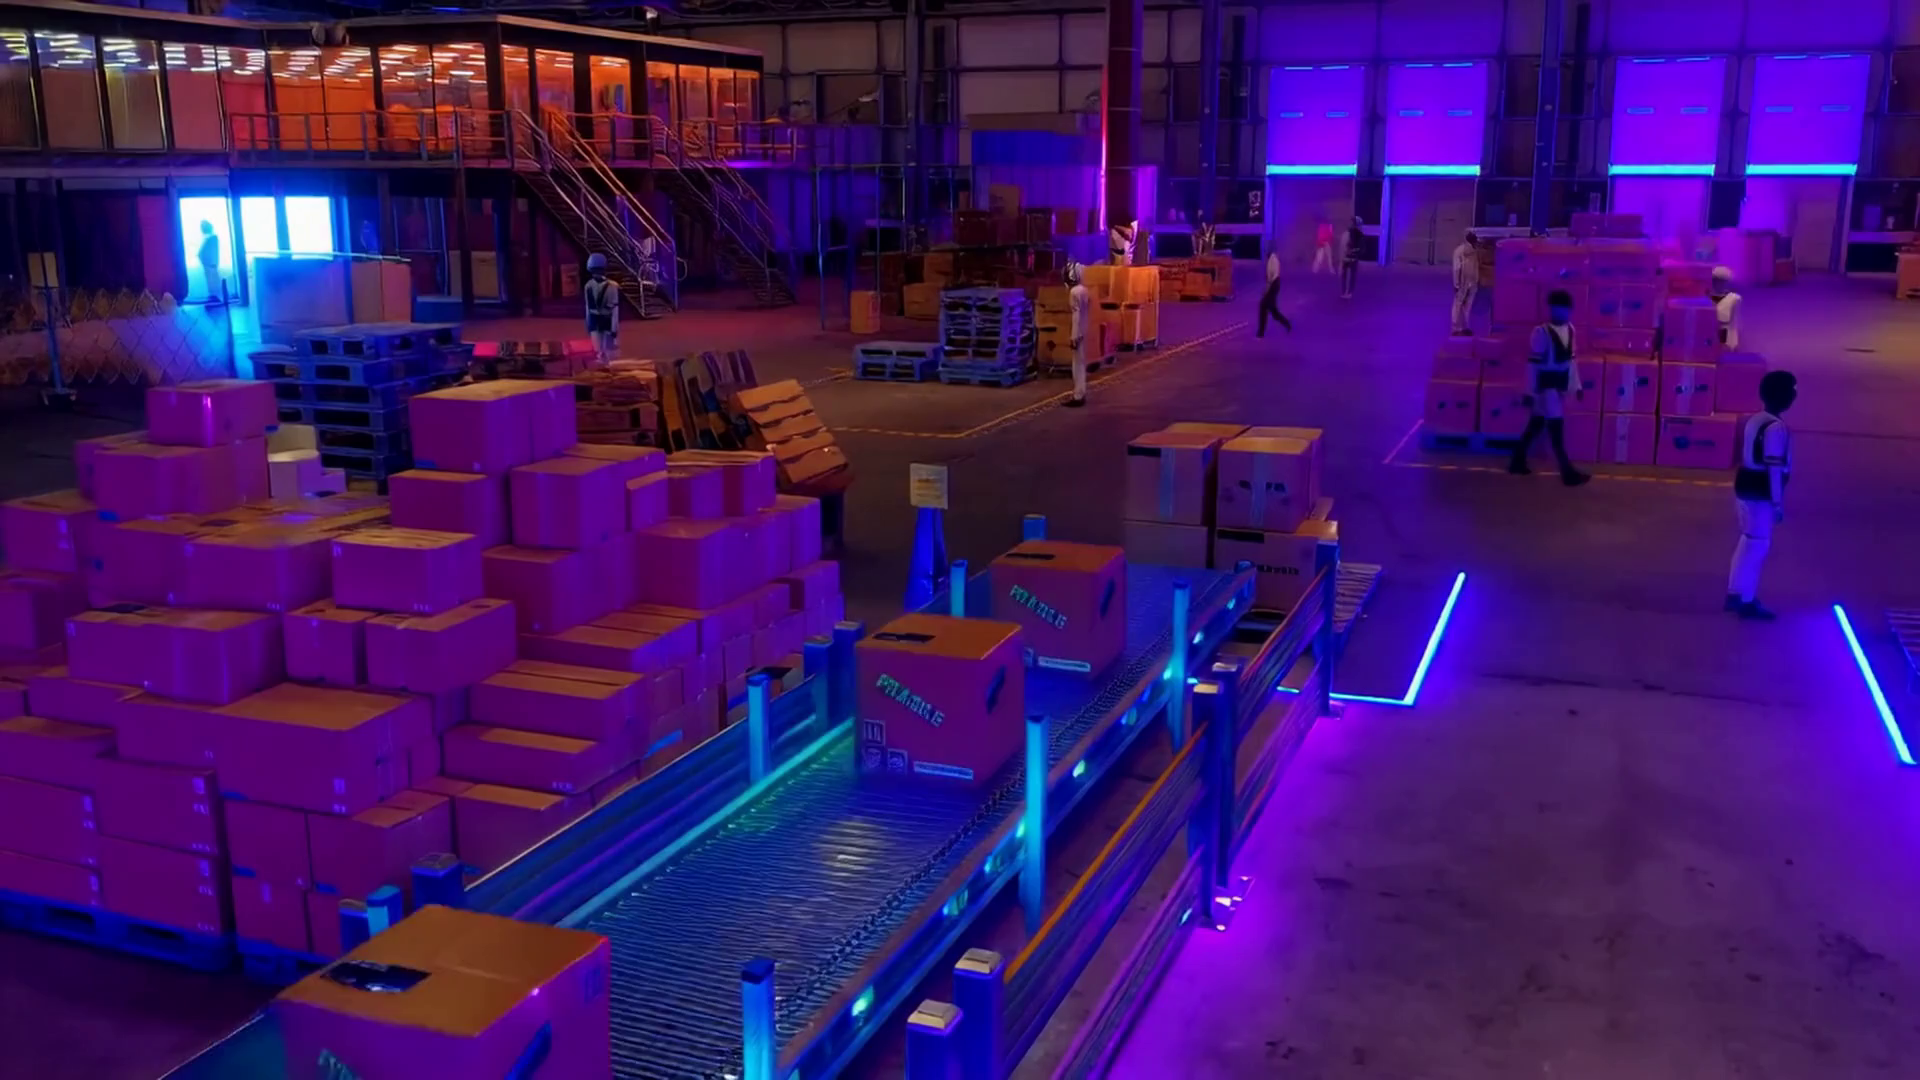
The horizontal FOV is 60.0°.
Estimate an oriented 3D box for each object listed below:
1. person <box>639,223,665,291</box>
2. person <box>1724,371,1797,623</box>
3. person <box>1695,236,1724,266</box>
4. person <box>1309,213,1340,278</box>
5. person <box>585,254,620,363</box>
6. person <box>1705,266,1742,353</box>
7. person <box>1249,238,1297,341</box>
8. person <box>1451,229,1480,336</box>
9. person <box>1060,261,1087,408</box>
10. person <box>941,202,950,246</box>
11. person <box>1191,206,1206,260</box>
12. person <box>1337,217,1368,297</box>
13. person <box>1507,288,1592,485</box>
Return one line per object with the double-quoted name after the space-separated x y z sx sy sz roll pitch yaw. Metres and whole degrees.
-6.639 -5.901 35.927 0.592 1.869 0.411 6 14 25 "person"
5.406 -0.297 11.218 0.320 1.693 0.537 2 13 9 "person"
13.778 -4.646 30.443 0.624 1.809 0.825 -4 13 -15 "person"
10.291 -8.308 46.932 0.974 1.797 0.637 7 14 29 "person"
-4.708 -2.787 21.856 0.542 1.928 0.399 6 14 26 "person"
9.287 -2.389 20.187 0.931 1.882 0.606 -3 13 -14 "person"
5.557 -4.421 29.419 0.750 1.827 0.532 0 13 1 "person"
9.240 -4.694 30.371 0.636 1.939 0.364 -7 14 -29 "person"
1.453 -2.618 21.245 0.320 1.860 0.506 2 13 8 "person"
-0.326 -9.899 53.637 0.807 1.968 0.646 1 13 3 "person"
7.312 -9.262 50.910 0.405 1.918 0.590 -11 17 -41 "person"
9.335 -6.717 39.549 0.703 1.899 0.402 -1 13 -5 "person"
5.776 -1.504 16.196 0.563 1.891 0.989 -9 16 -36 "person"
